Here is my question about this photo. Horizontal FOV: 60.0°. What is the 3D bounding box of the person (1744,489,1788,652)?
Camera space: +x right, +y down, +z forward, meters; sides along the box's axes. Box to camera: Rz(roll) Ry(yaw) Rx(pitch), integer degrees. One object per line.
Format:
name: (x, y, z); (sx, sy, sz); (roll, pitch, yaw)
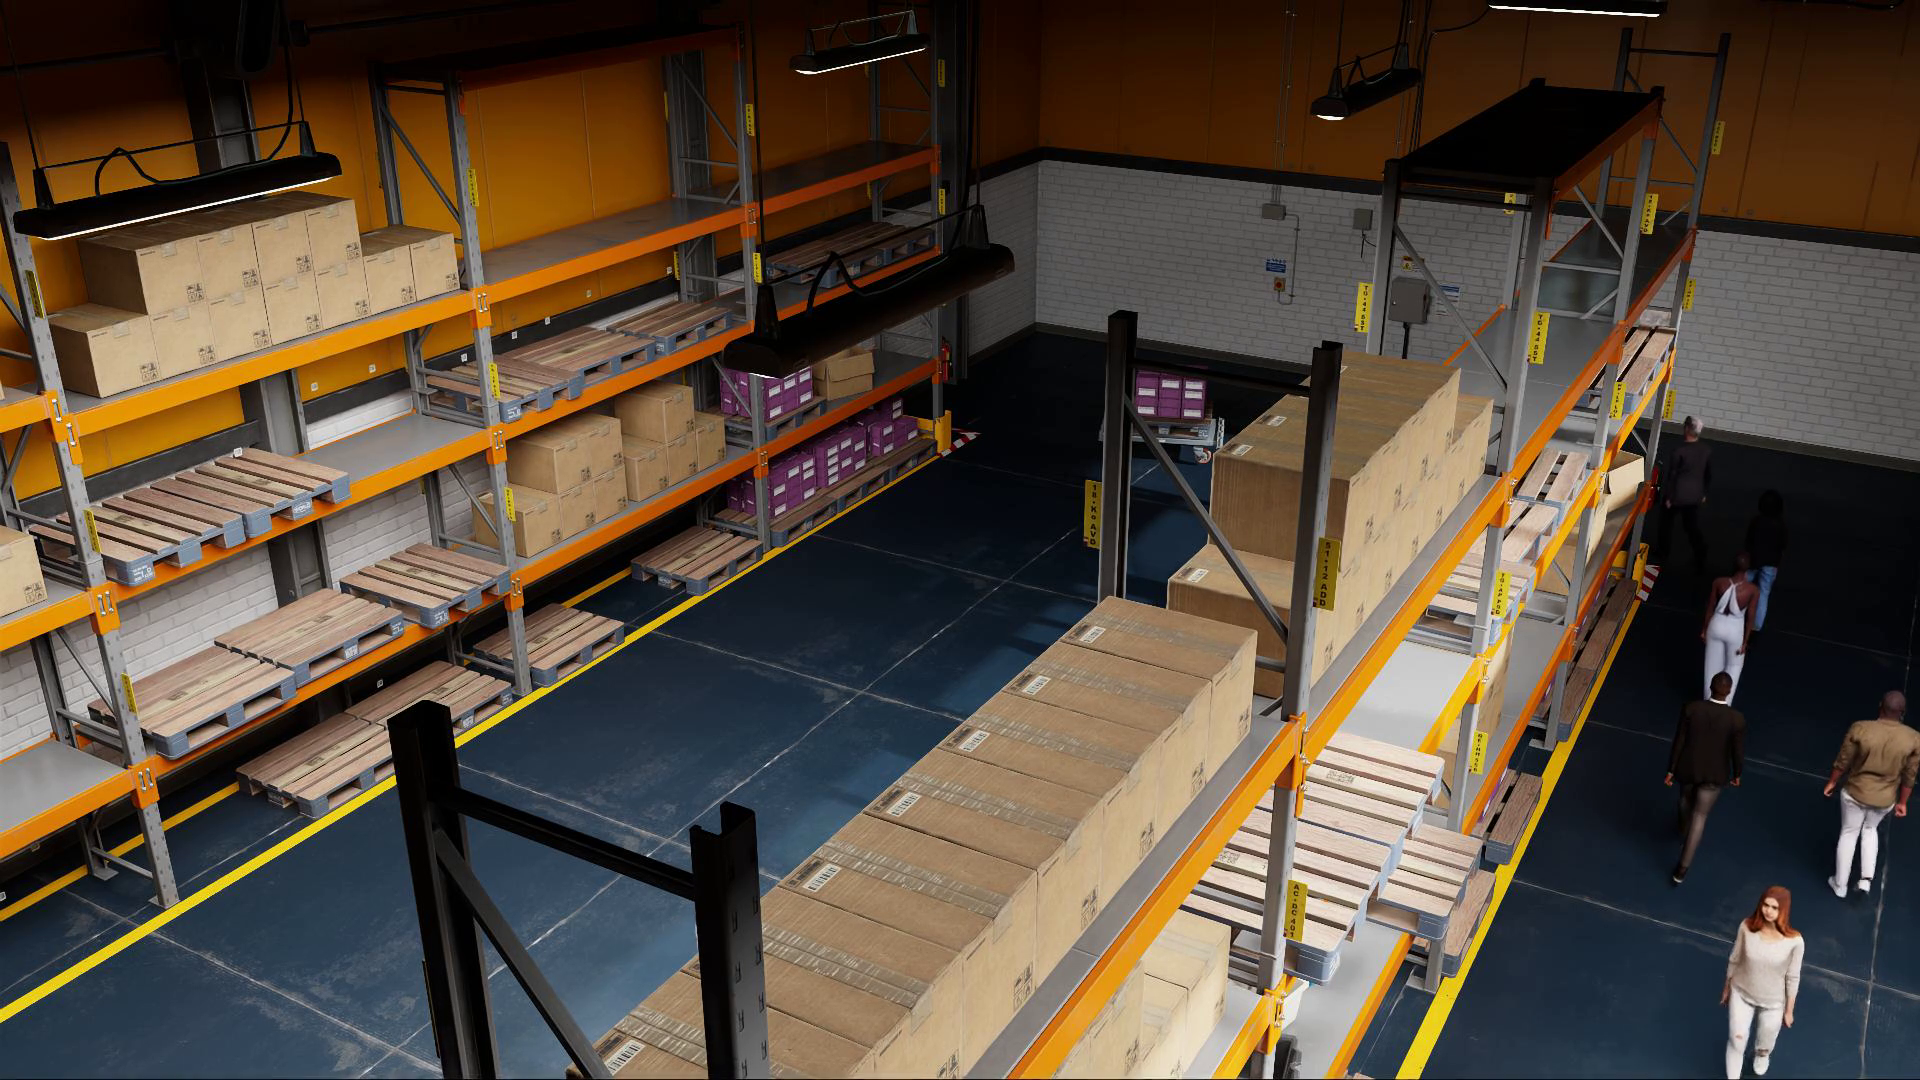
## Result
person: (8.211, 0.338, 17.052); (0.728, 1.661, 1.194); (8, 25, 17)

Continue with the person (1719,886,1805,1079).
person: (5.289, 2.978, 10.966); (0.679, 1.697, 0.951); (17, 29, 34)

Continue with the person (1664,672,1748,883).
person: (5.926, 1.925, 13.307); (0.684, 1.751, 1.136); (13, 27, 27)

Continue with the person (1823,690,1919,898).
person: (7.105, 2.040, 12.968); (0.835, 1.812, 0.808); (5, 24, 12)

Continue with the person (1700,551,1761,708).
person: (7.122, 0.955, 15.501); (0.592, 1.771, 0.722); (12, 26, 26)

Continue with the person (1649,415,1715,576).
person: (8.198, -0.482, 18.746); (1.127, 1.806, 1.228); (-4, 24, -8)
